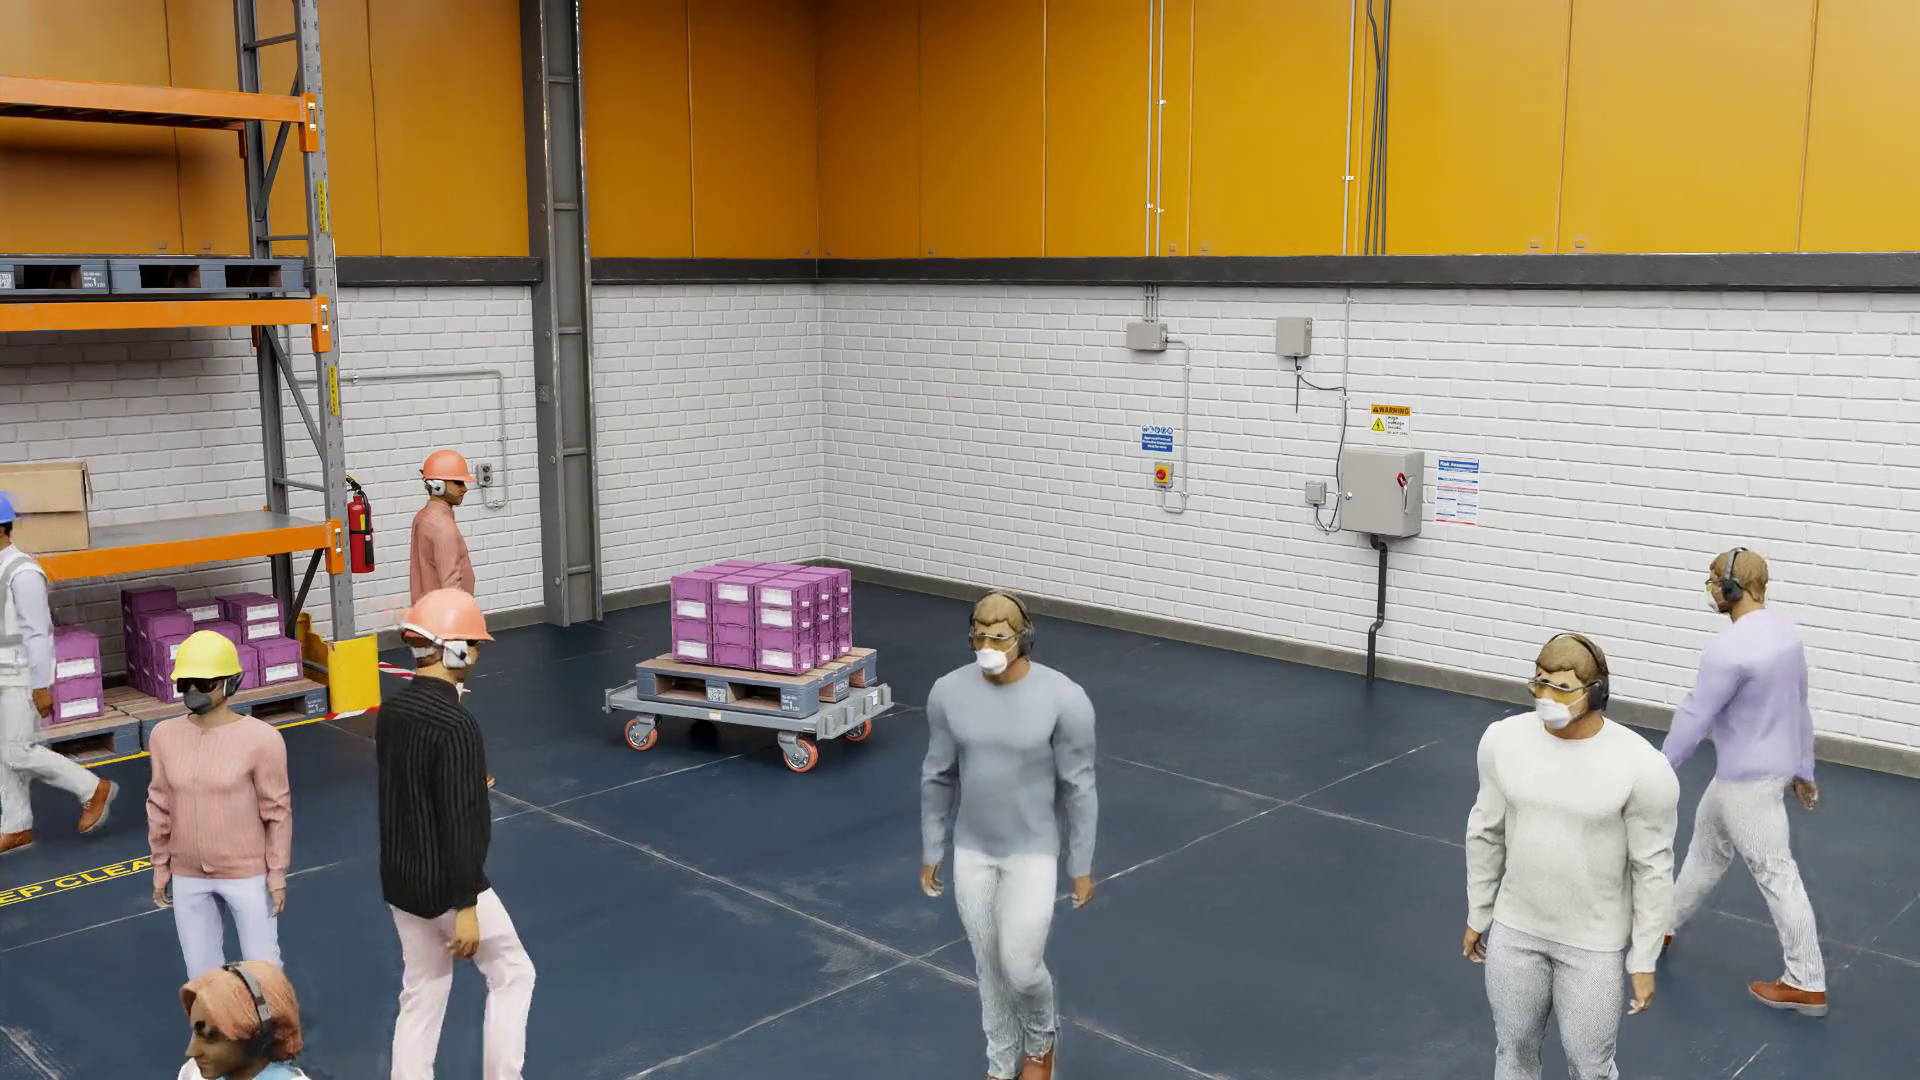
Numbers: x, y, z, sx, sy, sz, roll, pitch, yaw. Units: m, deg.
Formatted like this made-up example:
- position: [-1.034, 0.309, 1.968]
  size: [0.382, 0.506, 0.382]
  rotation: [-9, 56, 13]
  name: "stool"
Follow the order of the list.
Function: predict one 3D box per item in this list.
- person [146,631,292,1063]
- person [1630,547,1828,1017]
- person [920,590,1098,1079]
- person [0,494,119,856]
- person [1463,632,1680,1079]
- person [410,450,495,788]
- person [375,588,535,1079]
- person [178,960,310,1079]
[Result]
- position: [-2.646, 1.191, 5.954]
  size: [0.525, 1.772, 0.309]
  rotation: [1, 9, 5]
  name: "person"
- position: [3.222, 0.968, 6.986]
  size: [1.056, 1.873, 0.633]
  rotation: [9, 13, 43]
  name: "person"
- position: [0.150, 1.122, 5.903]
  size: [0.649, 1.921, 0.440]
  rotation: [5, 10, 27]
  name: "person"
- position: [-4.832, 0.682, 8.605]
  size: [0.617, 1.928, 0.580]
  rotation: [8, 12, 39]
  name: "person"
- position: [1.864, 1.233, 5.179]
  size: [0.638, 1.937, 0.357]
  rotation: [9, 13, 43]
  name: "person"
- position: [-2.994, 0.468, 9.709]
  size: [0.392, 1.990, 0.612]
  rotation: [-5, 11, -30]
  name: "person"
- position: [-1.685, 1.141, 5.667]
  size: [0.740, 1.957, 0.633]
  rotation: [-9, 13, -43]
  name: "person"
- position: [-1.490, 1.660, 3.634]
  size: [0.509, 1.598, 0.875]
  rotation: [7, 12, 39]
  name: "person"
